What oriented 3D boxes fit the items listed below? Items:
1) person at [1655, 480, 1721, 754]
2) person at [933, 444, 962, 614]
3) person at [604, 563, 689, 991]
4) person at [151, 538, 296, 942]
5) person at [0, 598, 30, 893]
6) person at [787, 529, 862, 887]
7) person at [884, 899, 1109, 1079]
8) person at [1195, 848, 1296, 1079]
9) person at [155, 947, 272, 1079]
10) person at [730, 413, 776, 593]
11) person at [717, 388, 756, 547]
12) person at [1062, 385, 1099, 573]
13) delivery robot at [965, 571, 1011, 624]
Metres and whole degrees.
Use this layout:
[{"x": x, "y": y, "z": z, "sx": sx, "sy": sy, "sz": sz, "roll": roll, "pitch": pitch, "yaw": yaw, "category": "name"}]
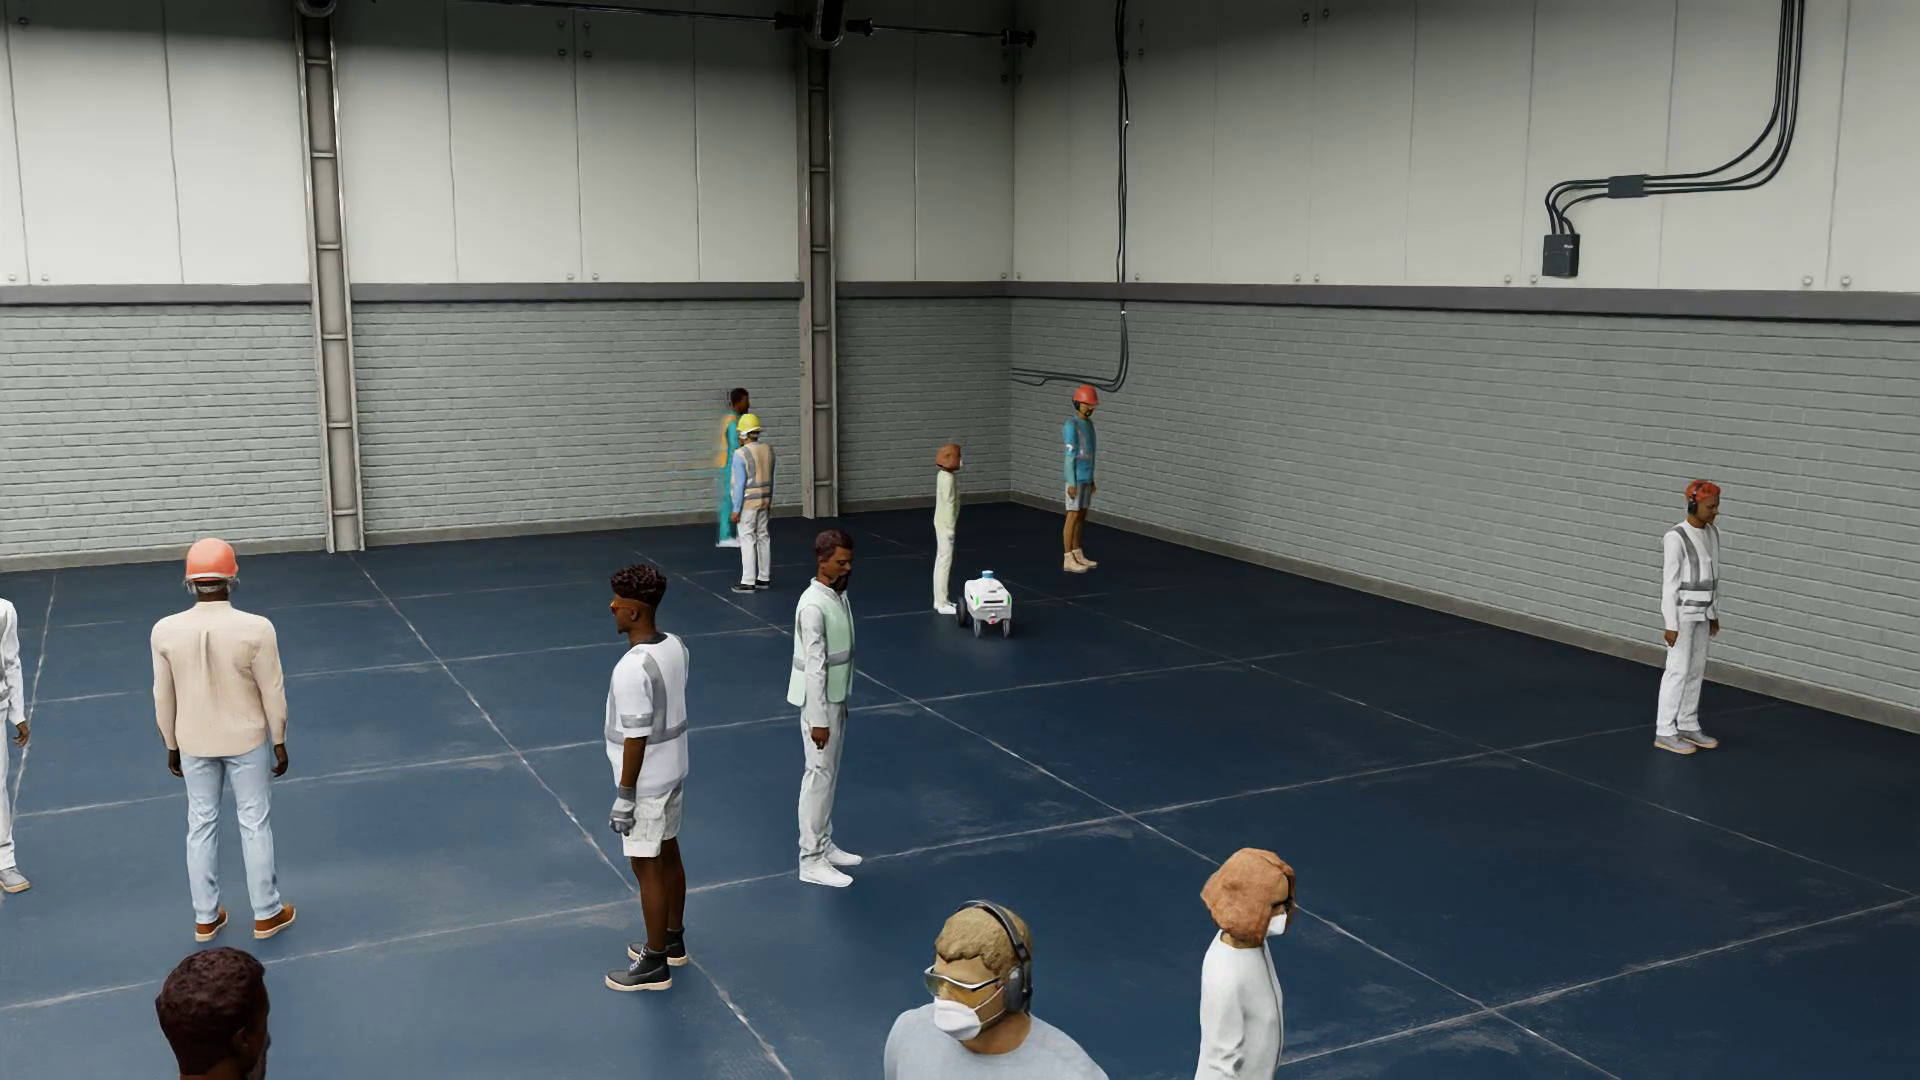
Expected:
[{"x": 4.979, "y": 0.521, "z": 11.337, "sx": 0.584, "sy": 1.878, "sz": 0.369, "roll": -7, "pitch": 12, "yaw": -38, "category": "person"}, {"x": -0.113, "y": -0.114, "z": 15.979, "sx": 0.282, "sy": 1.633, "sz": 0.501, "roll": -1, "pitch": 9, "yaw": -7, "category": "person"}, {"x": -1.439, "y": 1.076, "z": 7.629, "sx": 0.367, "sy": 1.966, "sz": 0.606, "roll": 1, "pitch": 9, "yaw": 9, "category": "person"}, {"x": -3.594, "y": 0.978, "z": 8.137, "sx": 0.612, "sy": 1.997, "sz": 0.375, "roll": -1, "pitch": 9, "yaw": -5, "category": "person"}, {"x": -5.174, "y": 0.950, "z": 8.665, "sx": 0.353, "sy": 1.883, "sz": 0.577, "roll": 8, "pitch": 12, "yaw": 42, "category": "person"}, {"x": -0.735, "y": 0.885, "z": 8.964, "sx": 0.369, "sy": 1.913, "sz": 0.597, "roll": 1, "pitch": 9, "yaw": 6, "category": "person"}, {"x": 0.061, "y": 1.727, "z": 3.703, "sx": 0.631, "sy": 1.939, "sz": 0.369, "roll": 7, "pitch": 11, "yaw": 35, "category": "person"}, {"x": 0.819, "y": 1.688, "z": 4.877, "sx": 0.278, "sy": 1.633, "sz": 0.497, "roll": 3, "pitch": 10, "yaw": 19, "category": "person"}, {"x": -1.508, "y": 1.778, "z": 3.453, "sx": 0.596, "sy": 1.917, "sz": 0.381, "roll": 2, "pitch": 9, "yaw": 10, "category": "person"}, {"x": -2.137, "y": -0.376, "z": 16.981, "sx": 0.404, "sy": 1.831, "sz": 0.600, "roll": 6, "pitch": 11, "yaw": 31, "category": "person"}, {"x": -2.587, "y": -0.851, "z": 19.716, "sx": 0.659, "sy": 1.893, "sz": 0.618, "roll": 0, "pitch": 9, "yaw": -1, "category": "person"}, {"x": 1.340, "y": -0.673, "z": 18.177, "sx": 0.394, "sy": 2.040, "sz": 0.609, "roll": 5, "pitch": 10, "yaw": 27, "category": "person"}, {"x": 0.252, "y": 0.522, "z": 15.087, "sx": 0.477, "sy": 0.478, "sz": 0.707, "roll": -1, "pitch": 9, "yaw": -8, "category": "delivery robot"}]
